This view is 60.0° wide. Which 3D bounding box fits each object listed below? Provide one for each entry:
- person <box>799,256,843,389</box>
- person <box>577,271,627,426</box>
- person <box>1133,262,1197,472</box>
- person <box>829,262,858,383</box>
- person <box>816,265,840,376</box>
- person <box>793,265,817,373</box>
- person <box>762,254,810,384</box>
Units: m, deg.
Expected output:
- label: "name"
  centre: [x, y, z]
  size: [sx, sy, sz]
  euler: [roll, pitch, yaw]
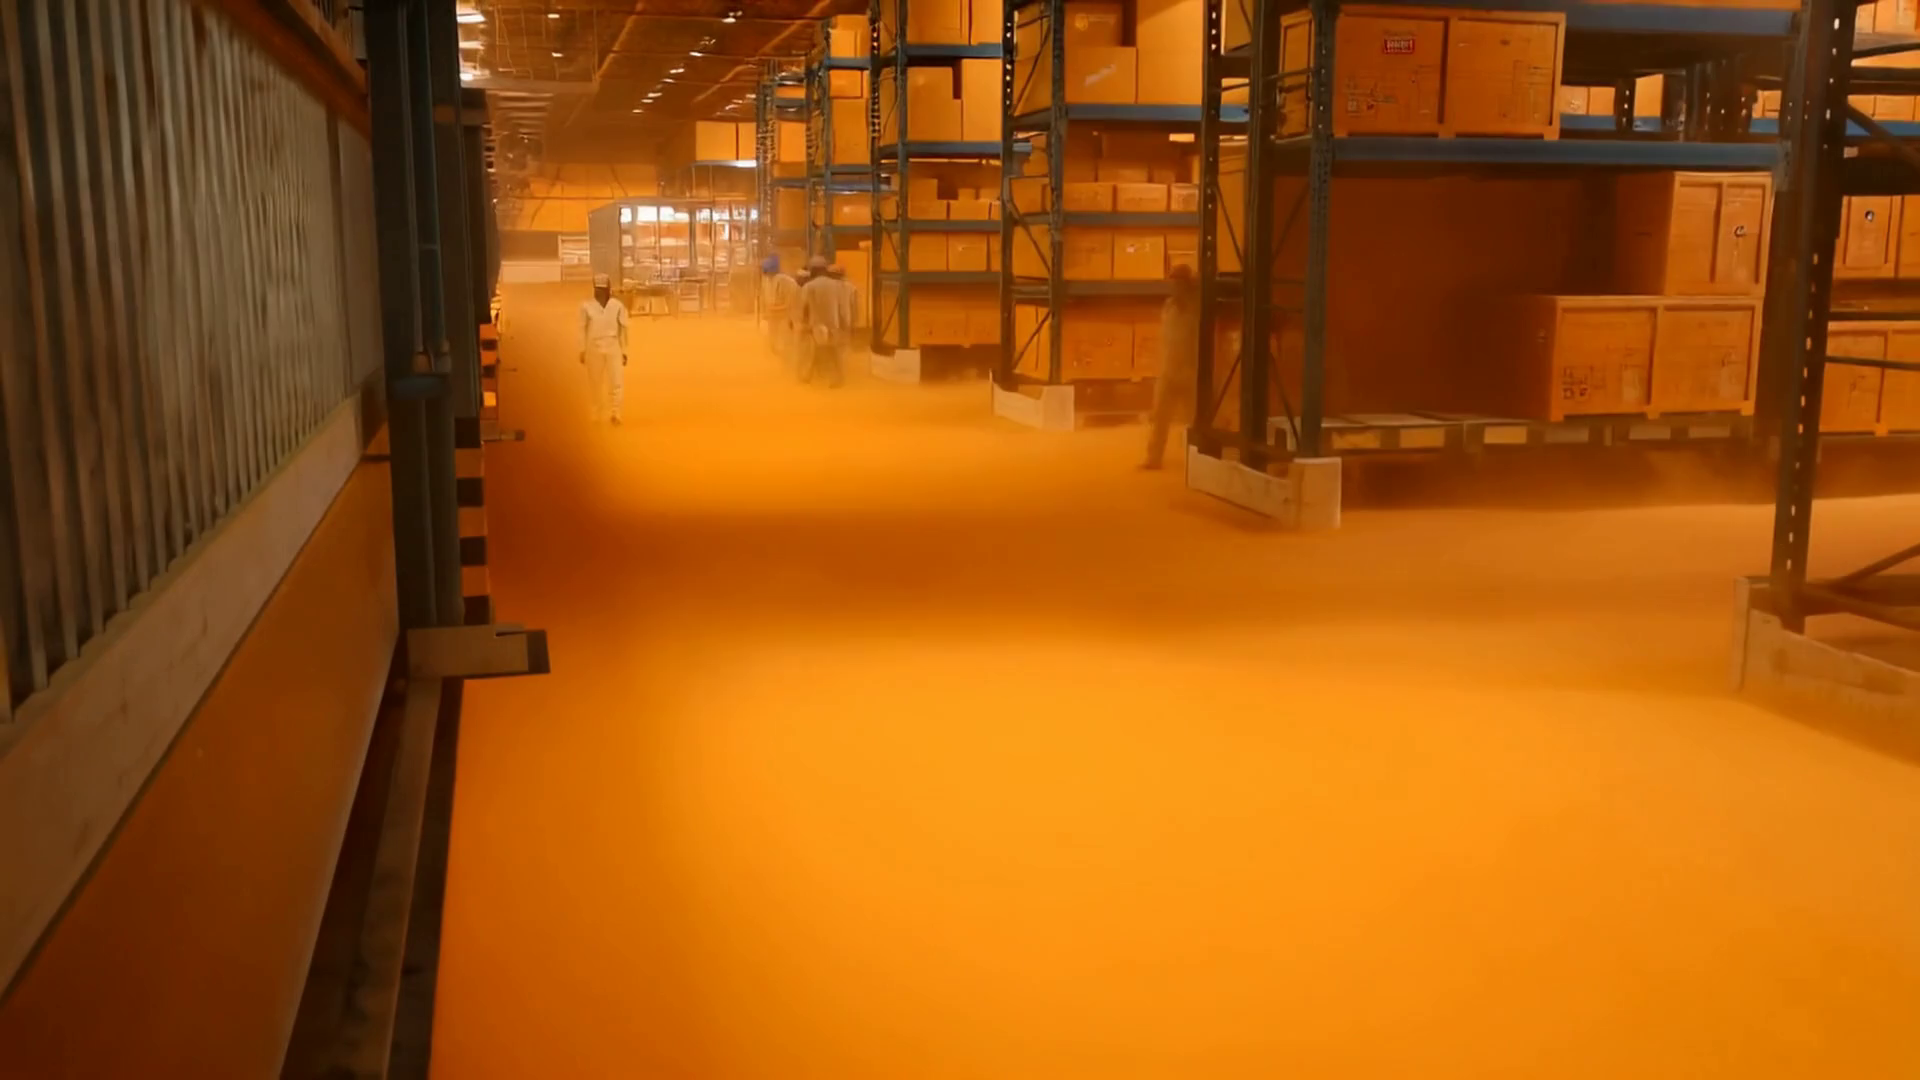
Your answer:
- label: "person"
  centre: [-2.007, -3.121, 23.877]
  size: [0.560, 1.878, 1.052]
  euler: [-9, 13, -41]
- label: "person"
  centre: [-4.050, -2.169, 18.872]
  size: [0.561, 1.743, 0.335]
  euler: [-4, 11, -19]
- label: "person"
  centre: [1.926, -1.534, 14.868]
  size: [0.653, 1.877, 0.671]
  euler: [-4, 11, -23]
- label: "person"
  centre: [-1.793, -3.173, 24.420]
  size: [0.586, 1.803, 0.851]
  euler: [-2, 10, -9]
- label: "person"
  centre: [-2.033, -3.419, 25.994]
  size: [0.547, 1.735, 0.806]
  euler: [-3, 11, -18]
- label: "person"
  centre: [-2.426, -3.488, 26.388]
  size: [0.498, 1.727, 0.449]
  euler: [2, 10, 11]
- label: "person"
  centre: [-2.625, -3.270, 24.643]
  size: [0.653, 1.908, 0.632]
  euler: [9, 14, 43]
